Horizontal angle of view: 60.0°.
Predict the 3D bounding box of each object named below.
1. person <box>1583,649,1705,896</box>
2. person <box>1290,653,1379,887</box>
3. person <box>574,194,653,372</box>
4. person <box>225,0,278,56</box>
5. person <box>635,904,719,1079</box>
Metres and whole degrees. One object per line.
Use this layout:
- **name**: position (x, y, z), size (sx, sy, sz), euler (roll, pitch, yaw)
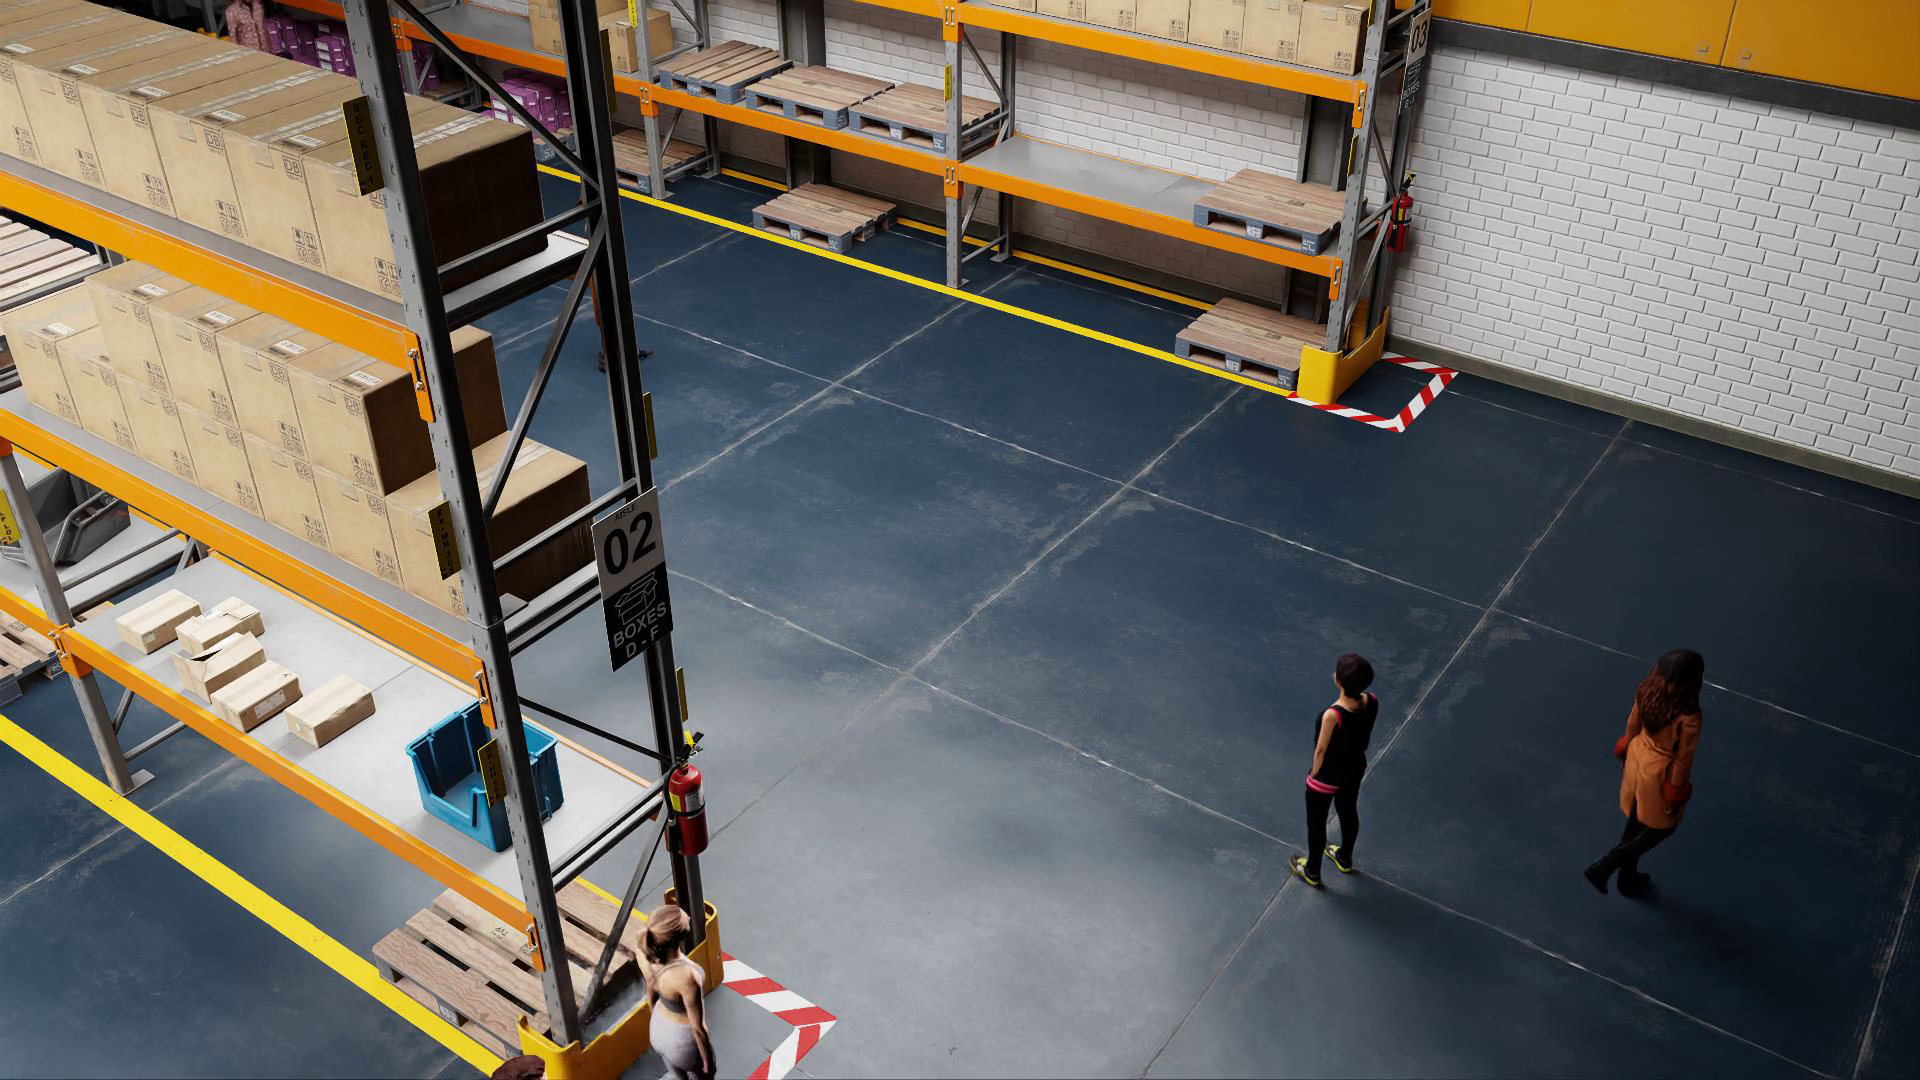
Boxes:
- **person**: position (3.759, 1.335, 9.171), size (0.961, 1.710, 0.904), euler (-12, 36, -18)
- **person**: position (2.138, 1.290, 9.383), size (0.605, 1.550, 0.615), euler (-19, 38, -26)
- **person**: position (-3.125, -2.286, 14.621), size (0.896, 1.708, 0.838), euler (-4, 34, -7)
- **person**: position (-8.404, -5.722, 19.709), size (0.731, 1.797, 0.721), euler (19, 38, 26)
- **person**: position (-1.354, 2.344, 7.673), size (0.846, 1.688, 0.683), euler (26, 41, 33)
